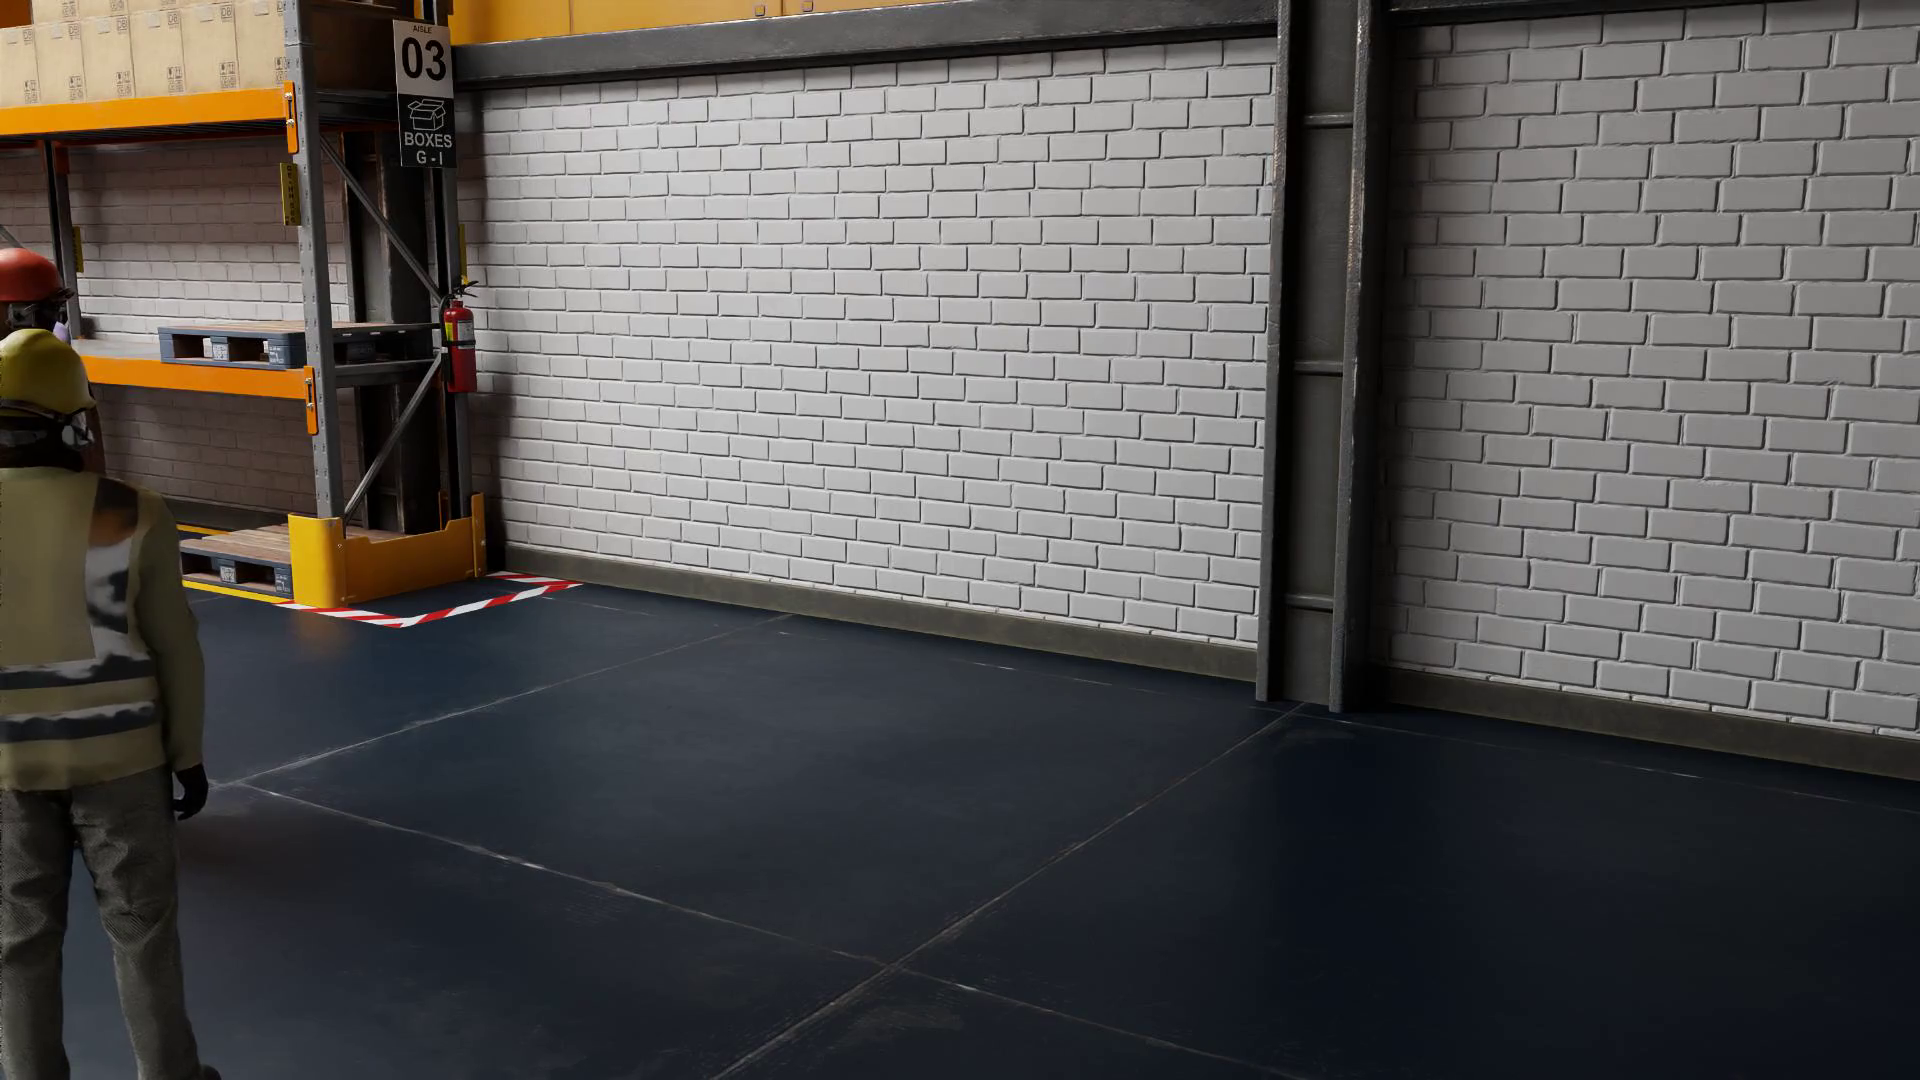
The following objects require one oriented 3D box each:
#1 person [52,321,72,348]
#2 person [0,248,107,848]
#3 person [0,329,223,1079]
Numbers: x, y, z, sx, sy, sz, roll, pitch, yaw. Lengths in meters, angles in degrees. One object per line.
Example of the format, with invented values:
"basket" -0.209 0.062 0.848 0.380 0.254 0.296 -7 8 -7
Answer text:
"person" -4.871 -0.515 8.794 0.630 1.932 0.352 5 11 27
"person" -3.037 0.037 5.555 0.375 1.995 0.610 -4 11 -23
"person" -1.957 0.460 3.652 0.587 1.835 0.404 -2 10 -11
